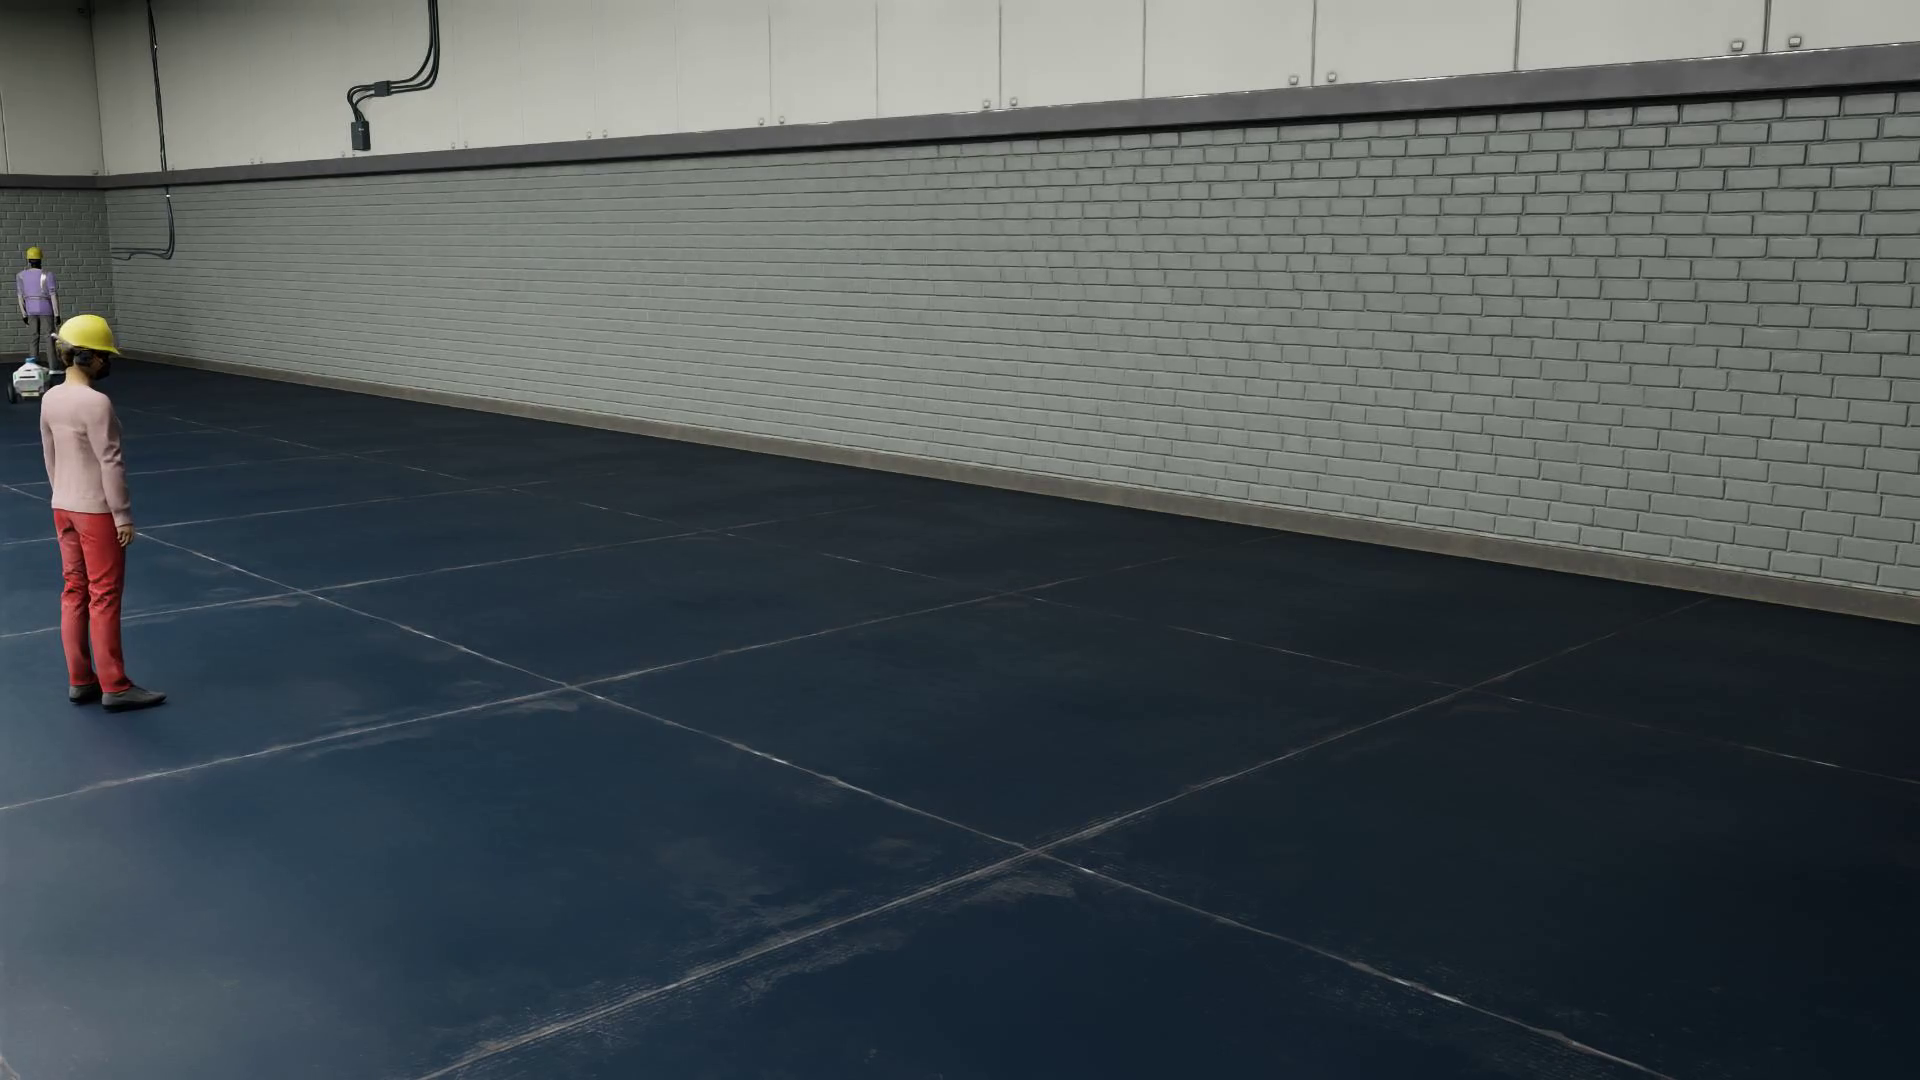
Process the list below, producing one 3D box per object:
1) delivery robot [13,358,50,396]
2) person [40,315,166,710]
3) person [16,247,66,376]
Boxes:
[{"bbox_3d":[-11.887,-2.081,21.292,0.477,0.478,0.707,-4,11,-21],"label":"delivery robot"},{"bbox_3d":[-3.877,-0.122,7.469,0.524,1.760,0.328,7,12,33],"label":"person"},{"bbox_3d":[-13.909,-3.453,25.155,0.589,1.930,0.355,0,10,-1],"label":"person"}]
